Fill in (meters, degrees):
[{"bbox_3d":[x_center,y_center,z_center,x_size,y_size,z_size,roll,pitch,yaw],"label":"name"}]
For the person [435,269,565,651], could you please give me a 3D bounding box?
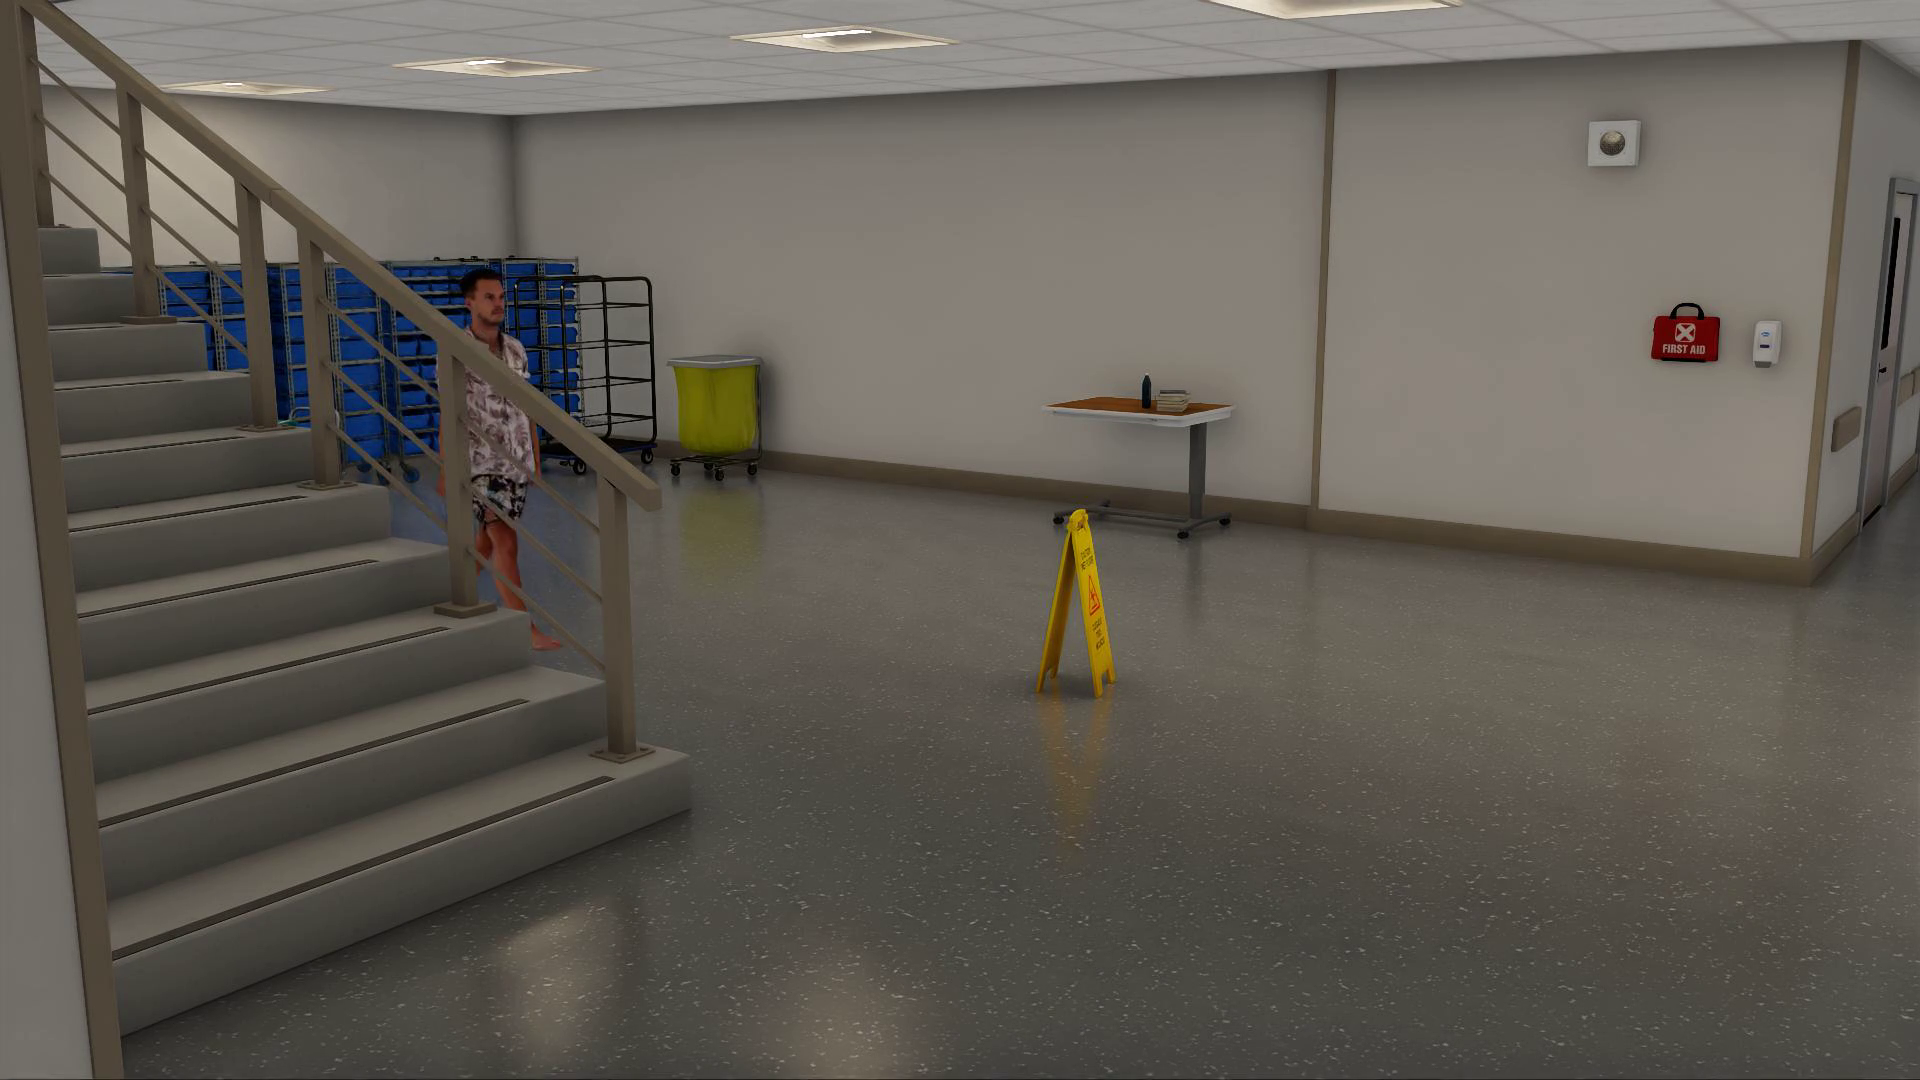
[{"bbox_3d":[-2.315,-0.377,7.993,1.143,1.787,0.727,7,13,31],"label":"person"}]
